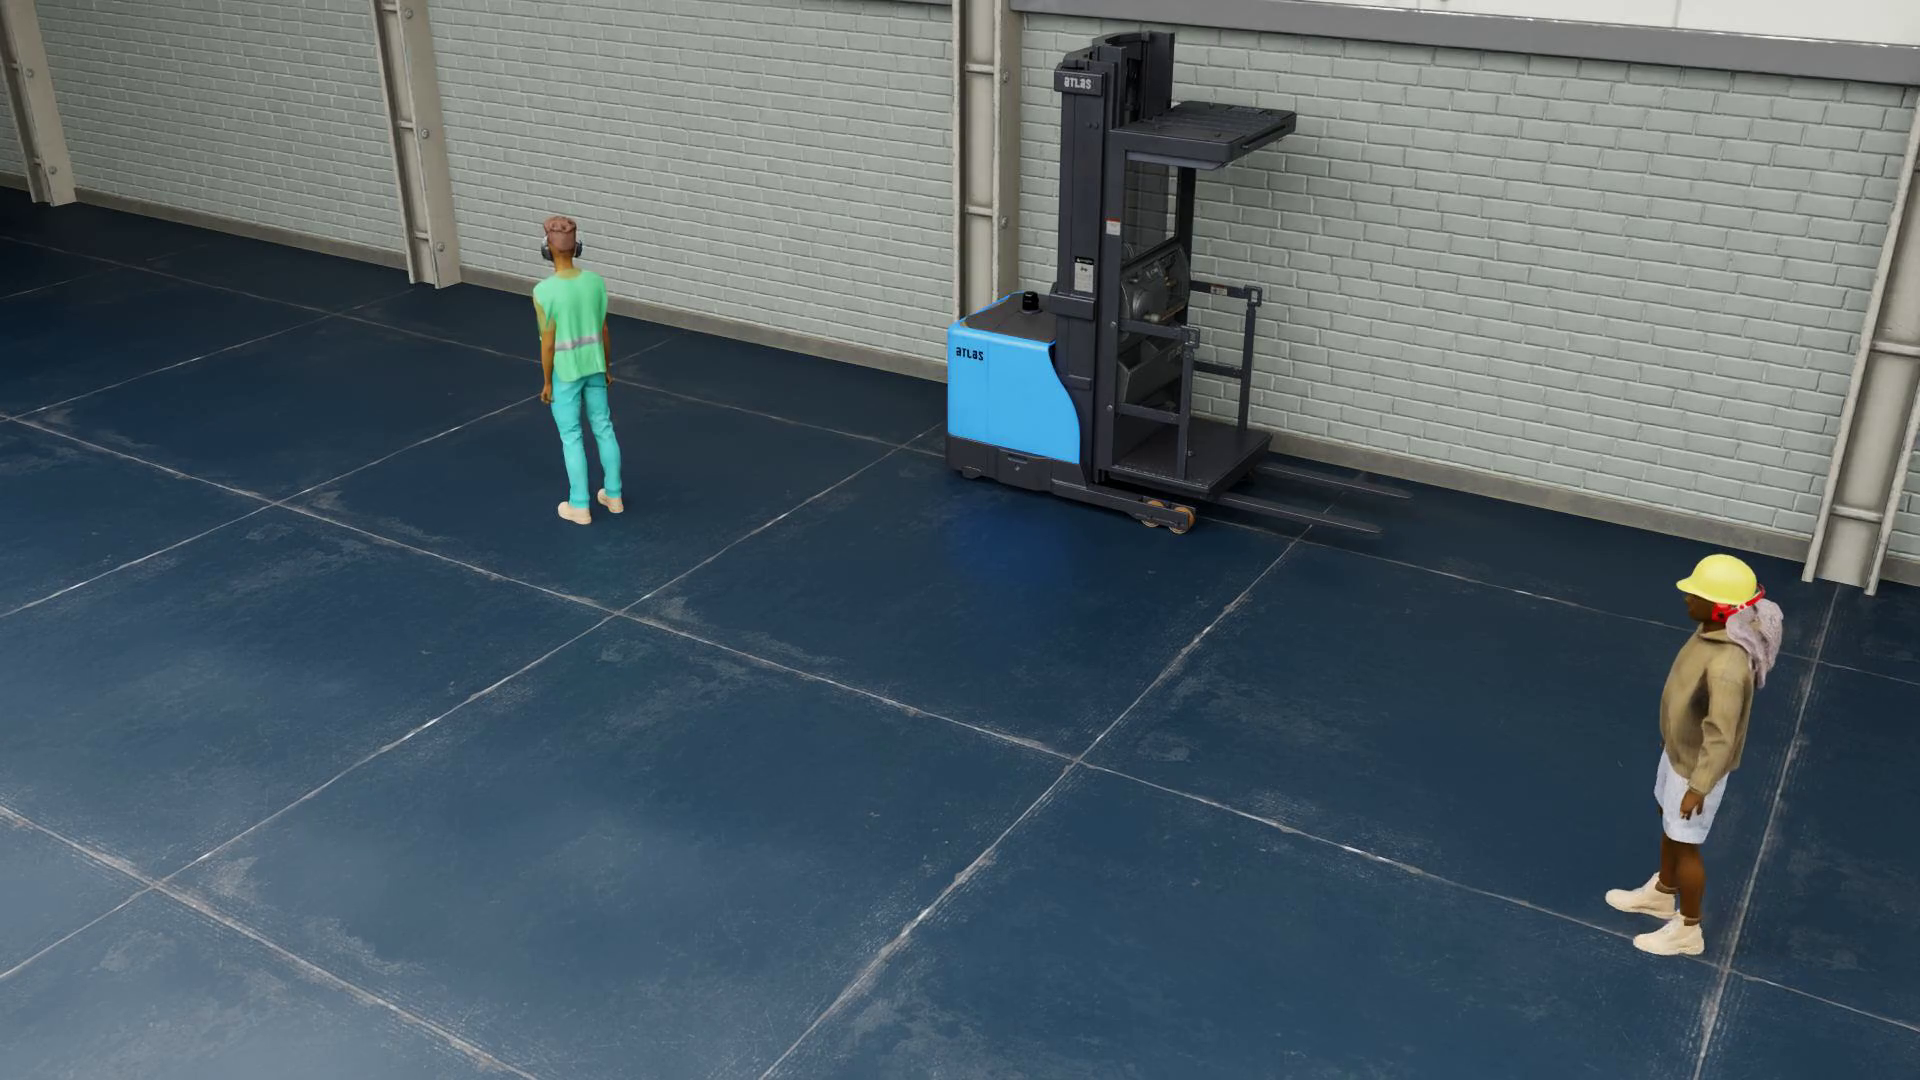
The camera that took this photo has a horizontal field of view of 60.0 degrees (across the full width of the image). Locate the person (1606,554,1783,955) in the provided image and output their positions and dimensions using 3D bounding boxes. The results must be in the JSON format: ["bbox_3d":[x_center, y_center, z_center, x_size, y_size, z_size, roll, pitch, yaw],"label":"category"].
[{"bbox_3d":[2.960,0.871,6.675,0.406,1.767,0.550,7,26,14],"label":"person"}]

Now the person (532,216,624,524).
[{"bbox_3d":[-2.410,-1.056,10.495,0.488,1.977,0.383,-21,32,-37],"label":"person"}]

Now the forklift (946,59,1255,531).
[{"bbox_3d":[0.933,-1.707,10.833,1.873,2.768,1.129,15,29,28],"label":"forklift"}]
